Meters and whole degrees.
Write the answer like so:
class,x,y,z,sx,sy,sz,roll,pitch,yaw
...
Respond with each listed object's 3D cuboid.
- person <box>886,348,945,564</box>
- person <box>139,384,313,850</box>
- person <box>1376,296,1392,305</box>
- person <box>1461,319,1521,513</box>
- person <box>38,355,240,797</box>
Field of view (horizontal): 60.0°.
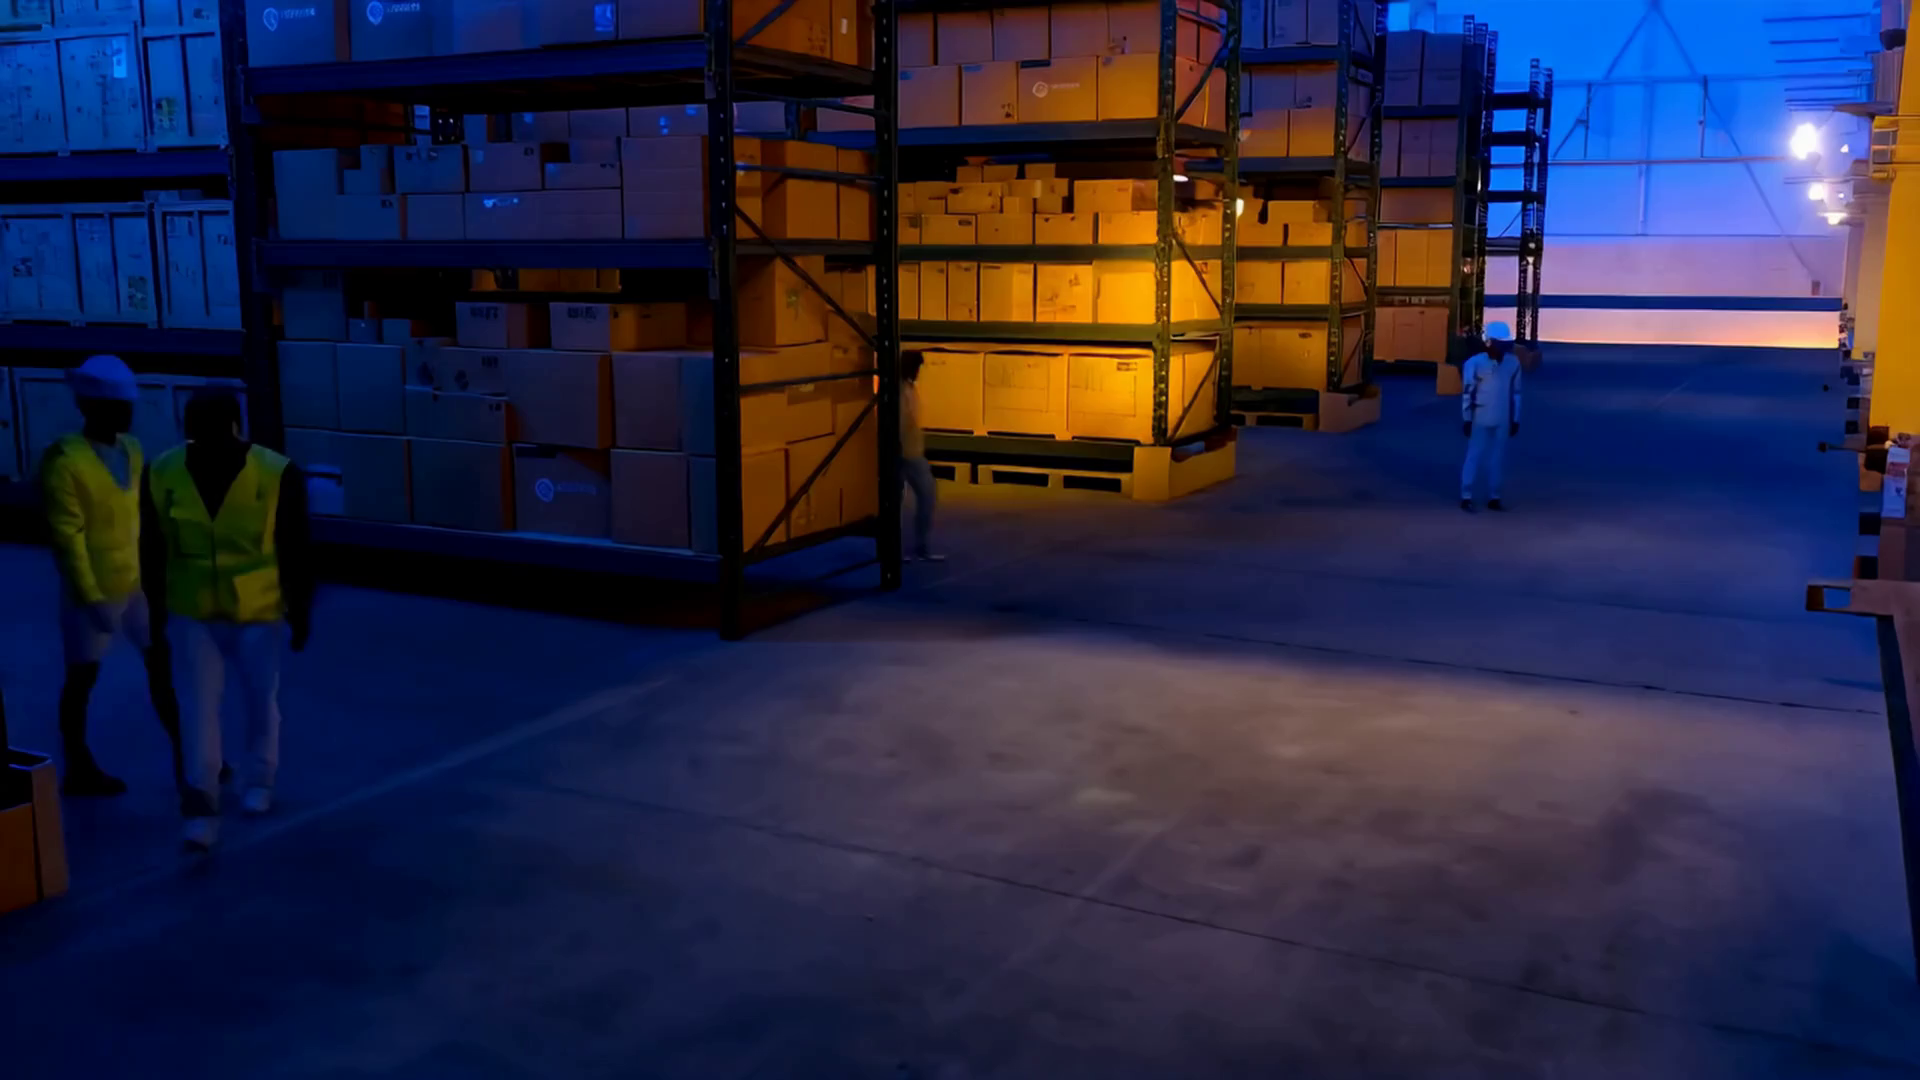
class,x,y,z,sx,sy,sz,roll,pitch,yaw
person,-0.356,-0.609,12.411,0.562,1.620,0.528,7,12,36
person,-2.912,0.303,6.583,0.660,1.807,0.873,-3,10,-15
person,9.386,-5.023,37.297,0.987,1.857,0.641,5,11,29
person,4.783,-1.105,14.940,0.570,1.742,0.350,-2,10,-11
person,-3.513,0.181,7.026,0.897,1.899,0.555,3,10,18
